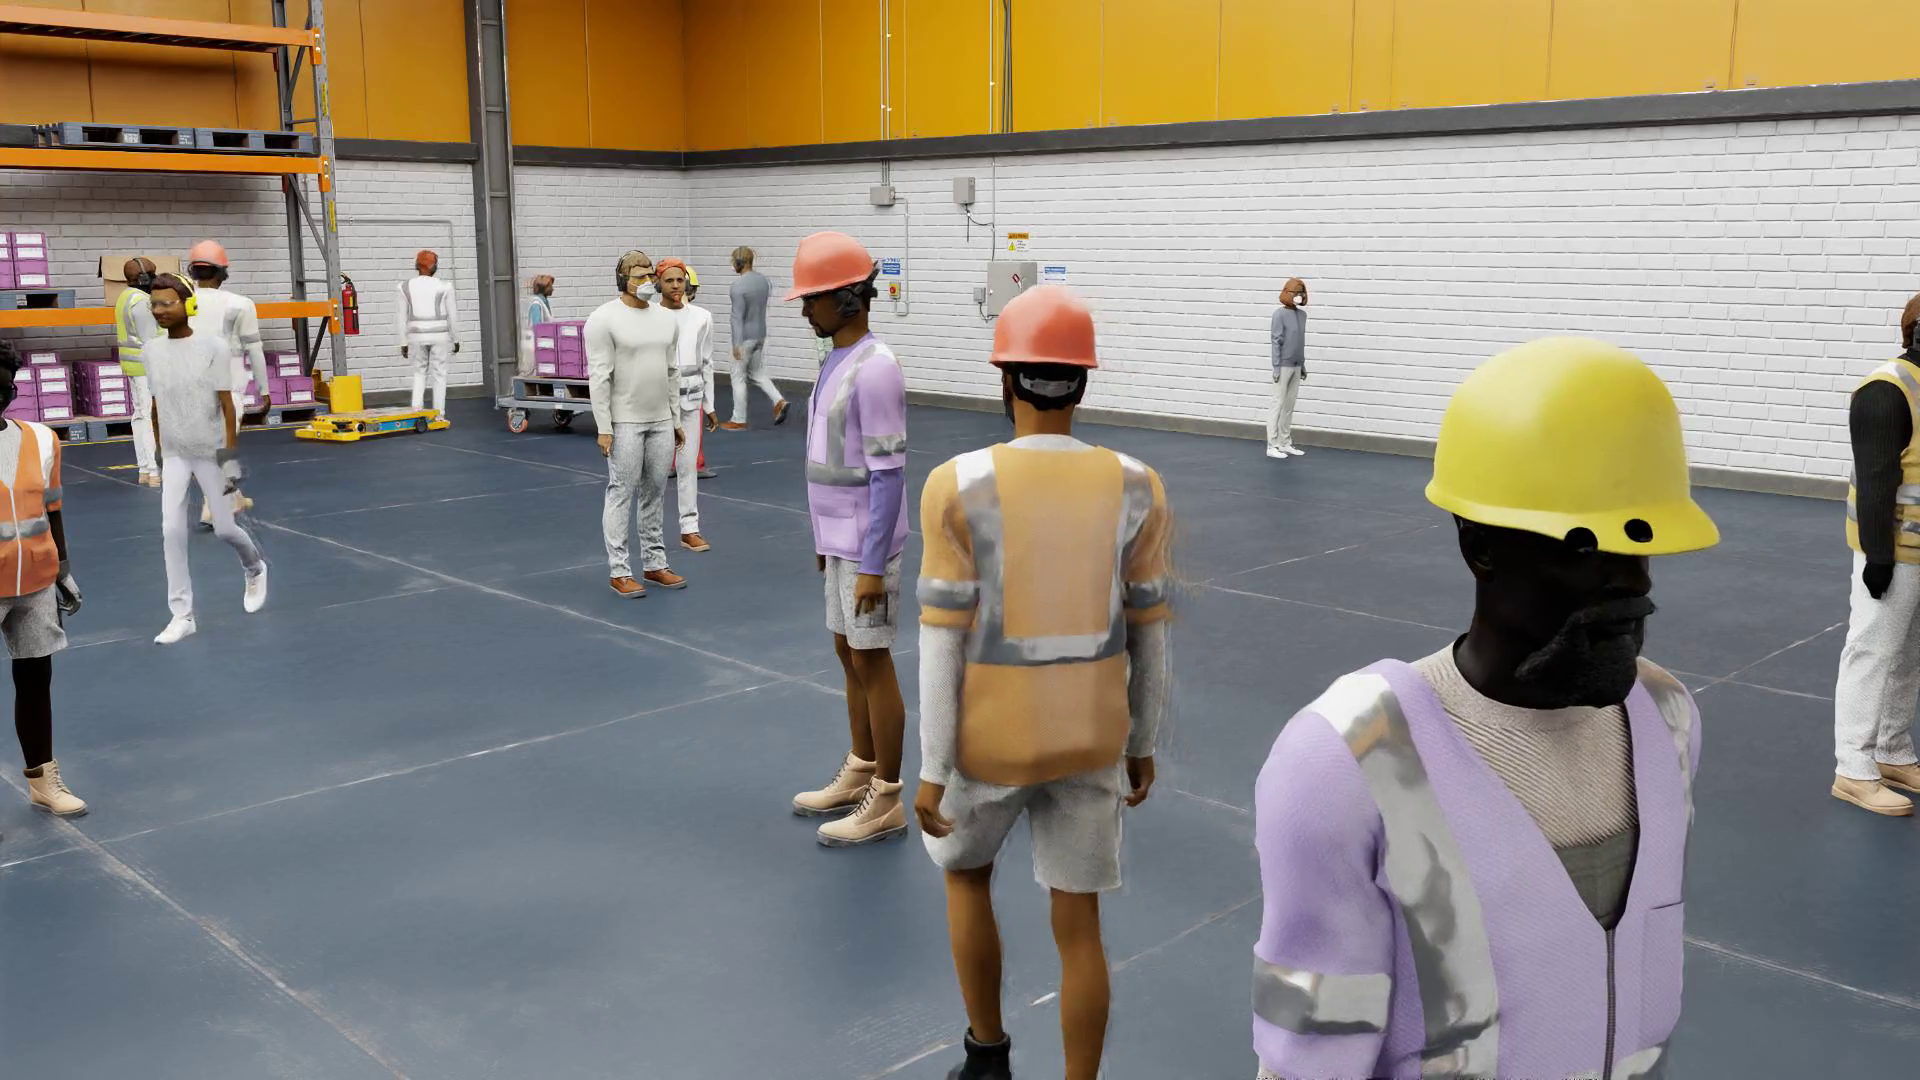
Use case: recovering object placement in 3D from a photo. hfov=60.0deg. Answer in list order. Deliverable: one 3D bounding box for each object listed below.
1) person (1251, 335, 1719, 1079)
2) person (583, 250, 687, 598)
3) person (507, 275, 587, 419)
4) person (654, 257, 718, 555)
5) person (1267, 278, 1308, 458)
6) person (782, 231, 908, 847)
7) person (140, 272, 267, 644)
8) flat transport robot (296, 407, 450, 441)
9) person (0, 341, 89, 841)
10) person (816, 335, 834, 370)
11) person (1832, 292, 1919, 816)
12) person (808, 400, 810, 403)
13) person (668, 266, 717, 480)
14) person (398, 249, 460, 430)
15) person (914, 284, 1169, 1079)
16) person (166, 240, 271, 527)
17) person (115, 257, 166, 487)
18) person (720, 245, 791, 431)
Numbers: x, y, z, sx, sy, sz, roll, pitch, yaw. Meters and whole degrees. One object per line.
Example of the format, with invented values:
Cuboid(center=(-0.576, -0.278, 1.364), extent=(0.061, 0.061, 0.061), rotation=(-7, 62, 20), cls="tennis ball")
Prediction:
Cuboid(center=(0.568, 0.748, 1.776), extent=(0.591, 1.925, 0.385), rotation=(-6, 12, -31), cls="person")
Cuboid(center=(-1.809, -0.655, 9.398), extent=(0.372, 1.940, 0.630), rotation=(8, 13, 38), cls="person")
Cuboid(center=(-4.592, -2.102, 18.232), extent=(0.878, 1.582, 0.524), rotation=(1, 10, 3), cls="person")
Cuboid(center=(-1.827, -0.847, 10.595), extent=(0.572, 1.883, 0.355), rotation=(-6, 12, -29), cls="person")
Cuboid(center=(3.015, -1.571, 15.222), extent=(0.285, 1.631, 0.502), rotation=(10, 14, 43), cls="person")
Cuboid(center=(-0.379, 0.004, 5.540), extent=(0.400, 2.038, 0.614), rotation=(-3, 11, -17), cls="person")
Cuboid(center=(-3.878, -0.448, 8.524), extent=(0.518, 1.847, 0.823), rotation=(1, 10, 3), cls="person")
Cuboid(center=(-5.935, -1.191, 16.866), extent=(0.652, 0.197, 1.431), rotation=(5, 12, 27), cls="flat transport robot")
Cuboid(center=(-3.251, 0.159, 5.626), extent=(0.321, 1.692, 0.529), rotation=(6, 12, 32), cls="person")
Cuboid(center=(-1.313, -1.933, 17.196), extent=(0.288, 1.633, 0.497), rotation=(6, 12, 31), cls="person")
Cuboid(center=(3.386, 0.035, 5.898), extent=(0.620, 1.845, 0.430), rotation=(-7, 13, -34), cls="person")
Cuboid(center=(-1.339, -2.181, 17.990), extent=(0.458, 1.839, 0.532), rotation=(0, 10, 0), cls="person")
Cuboid(center=(-2.284, -1.385, 13.851), extent=(0.533, 1.765, 0.329), rotation=(4, 11, 23), cls="person")
Cuboid(center=(-5.507, -2.078, 17.314), extent=(0.589, 1.875, 0.453), rotation=(0, 10, -1), cls="person")
Cuboid(center=(0.164, 0.413, 3.630), extent=(0.575, 1.911, 0.642), rotation=(-3, 11, -14), cls="person")
Cuboid(center=(-5.222, -1.097, 11.691), extent=(0.622, 1.996, 1.071), rotation=(-1, 10, -4), cls="person")
Cuboid(center=(-6.557, -1.355, 13.474), extent=(0.429, 1.846, 0.626), rotation=(-8, 13, -39), cls="person")
Cuboid(center=(-2.130, -2.068, 17.138), extent=(0.670, 1.924, 0.644), rotation=(5, 12, 25), cls="person")
